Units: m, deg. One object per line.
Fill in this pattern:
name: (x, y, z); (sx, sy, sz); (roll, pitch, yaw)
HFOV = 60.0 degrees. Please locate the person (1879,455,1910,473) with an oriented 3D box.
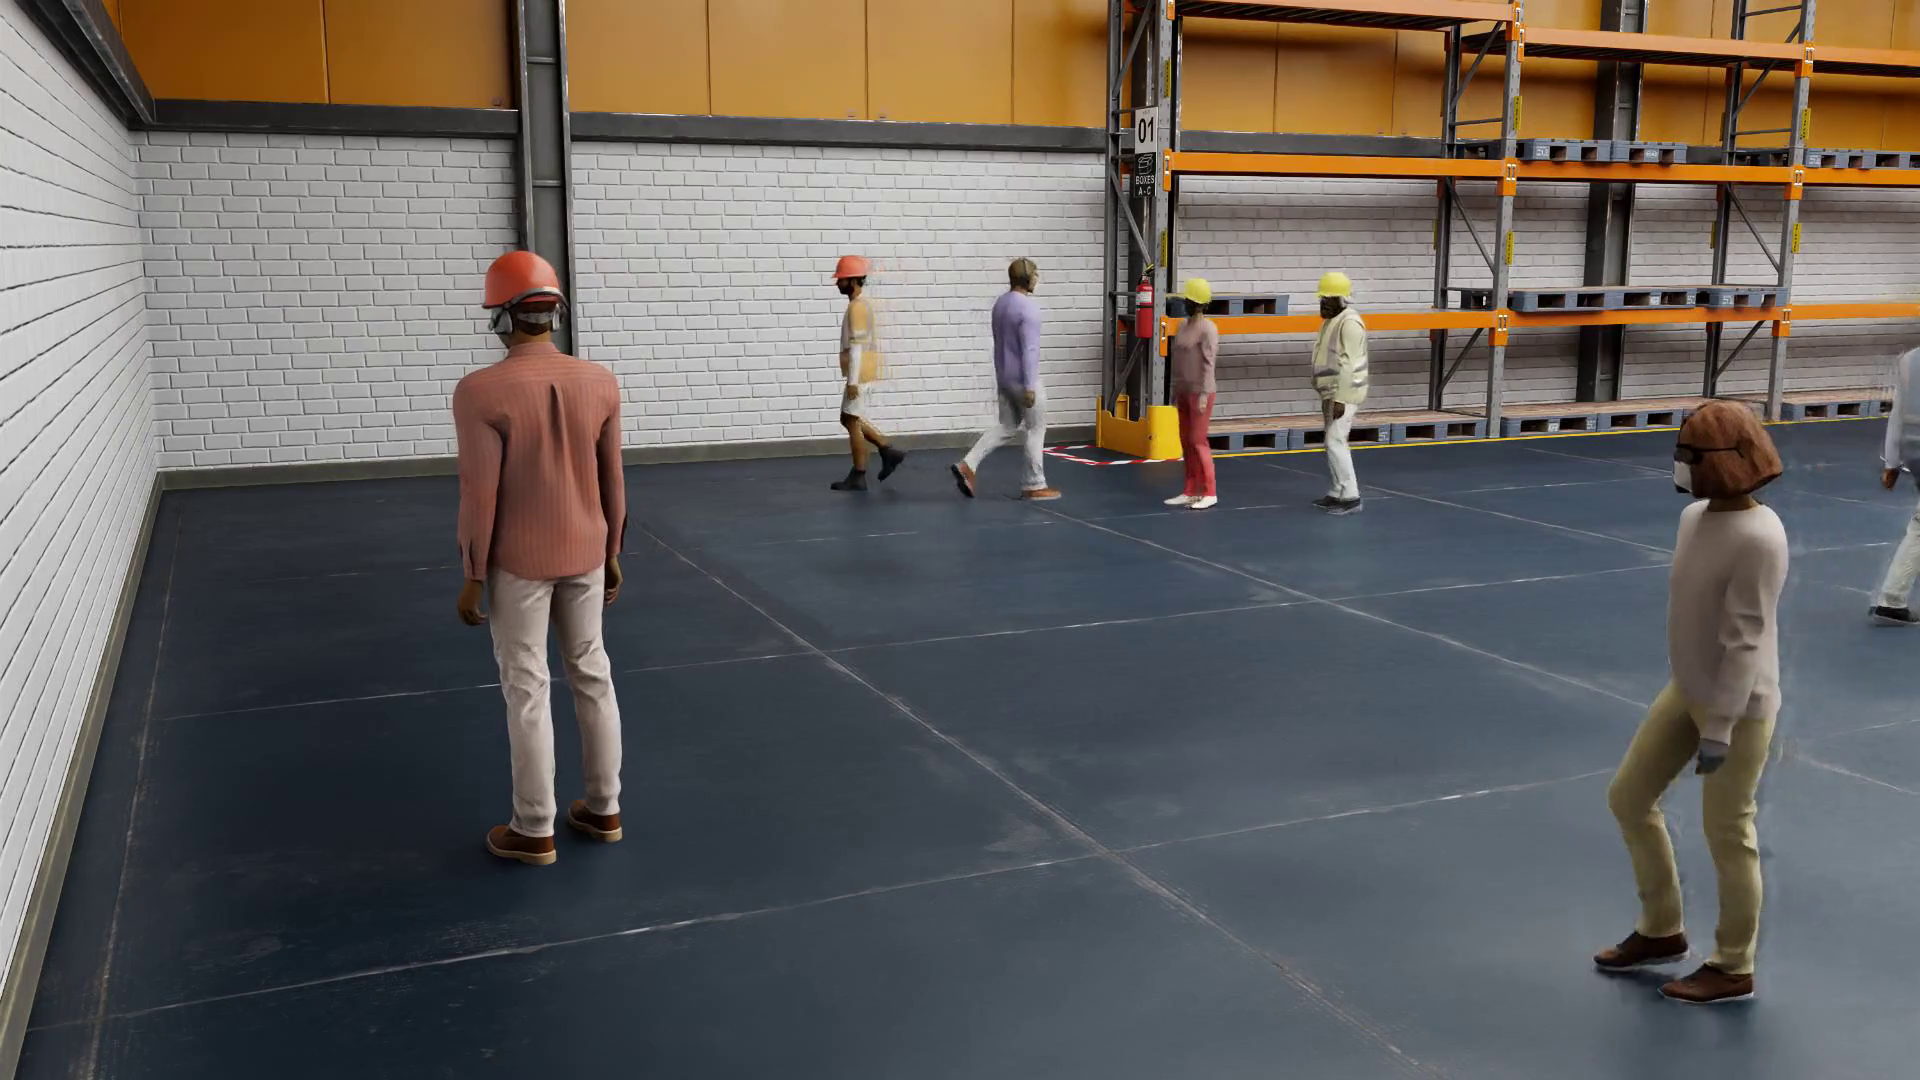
person: (8.558, -1.450, 14.370); (0.947, 1.820, 0.498); (0, 10, 3)

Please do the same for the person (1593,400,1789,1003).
person: (1.922, 0.445, 4.370); (0.493, 1.617, 0.502); (-1, 10, -4)

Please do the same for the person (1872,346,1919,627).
person: (5.244, -0.427, 8.775); (0.958, 1.779, 0.606); (-3, 10, -14)

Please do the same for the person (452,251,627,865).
person: (-1.380, 0.059, 5.462); (0.401, 1.989, 0.623); (9, 14, 42)

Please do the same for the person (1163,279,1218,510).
person: (1.788, -1.100, 12.649); (0.335, 1.742, 0.561); (-3, 11, -19)

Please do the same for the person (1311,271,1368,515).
person: (2.801, -1.088, 12.371); (0.426, 1.818, 0.603); (-1, 10, -5)

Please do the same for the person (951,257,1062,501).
person: (0.371, -1.235, 12.918); (0.822, 1.917, 0.633); (-5, 11, -25)

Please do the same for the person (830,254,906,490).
person: (-0.787, -1.351, 13.539); (0.534, 1.924, 0.551); (0, 10, -3)
